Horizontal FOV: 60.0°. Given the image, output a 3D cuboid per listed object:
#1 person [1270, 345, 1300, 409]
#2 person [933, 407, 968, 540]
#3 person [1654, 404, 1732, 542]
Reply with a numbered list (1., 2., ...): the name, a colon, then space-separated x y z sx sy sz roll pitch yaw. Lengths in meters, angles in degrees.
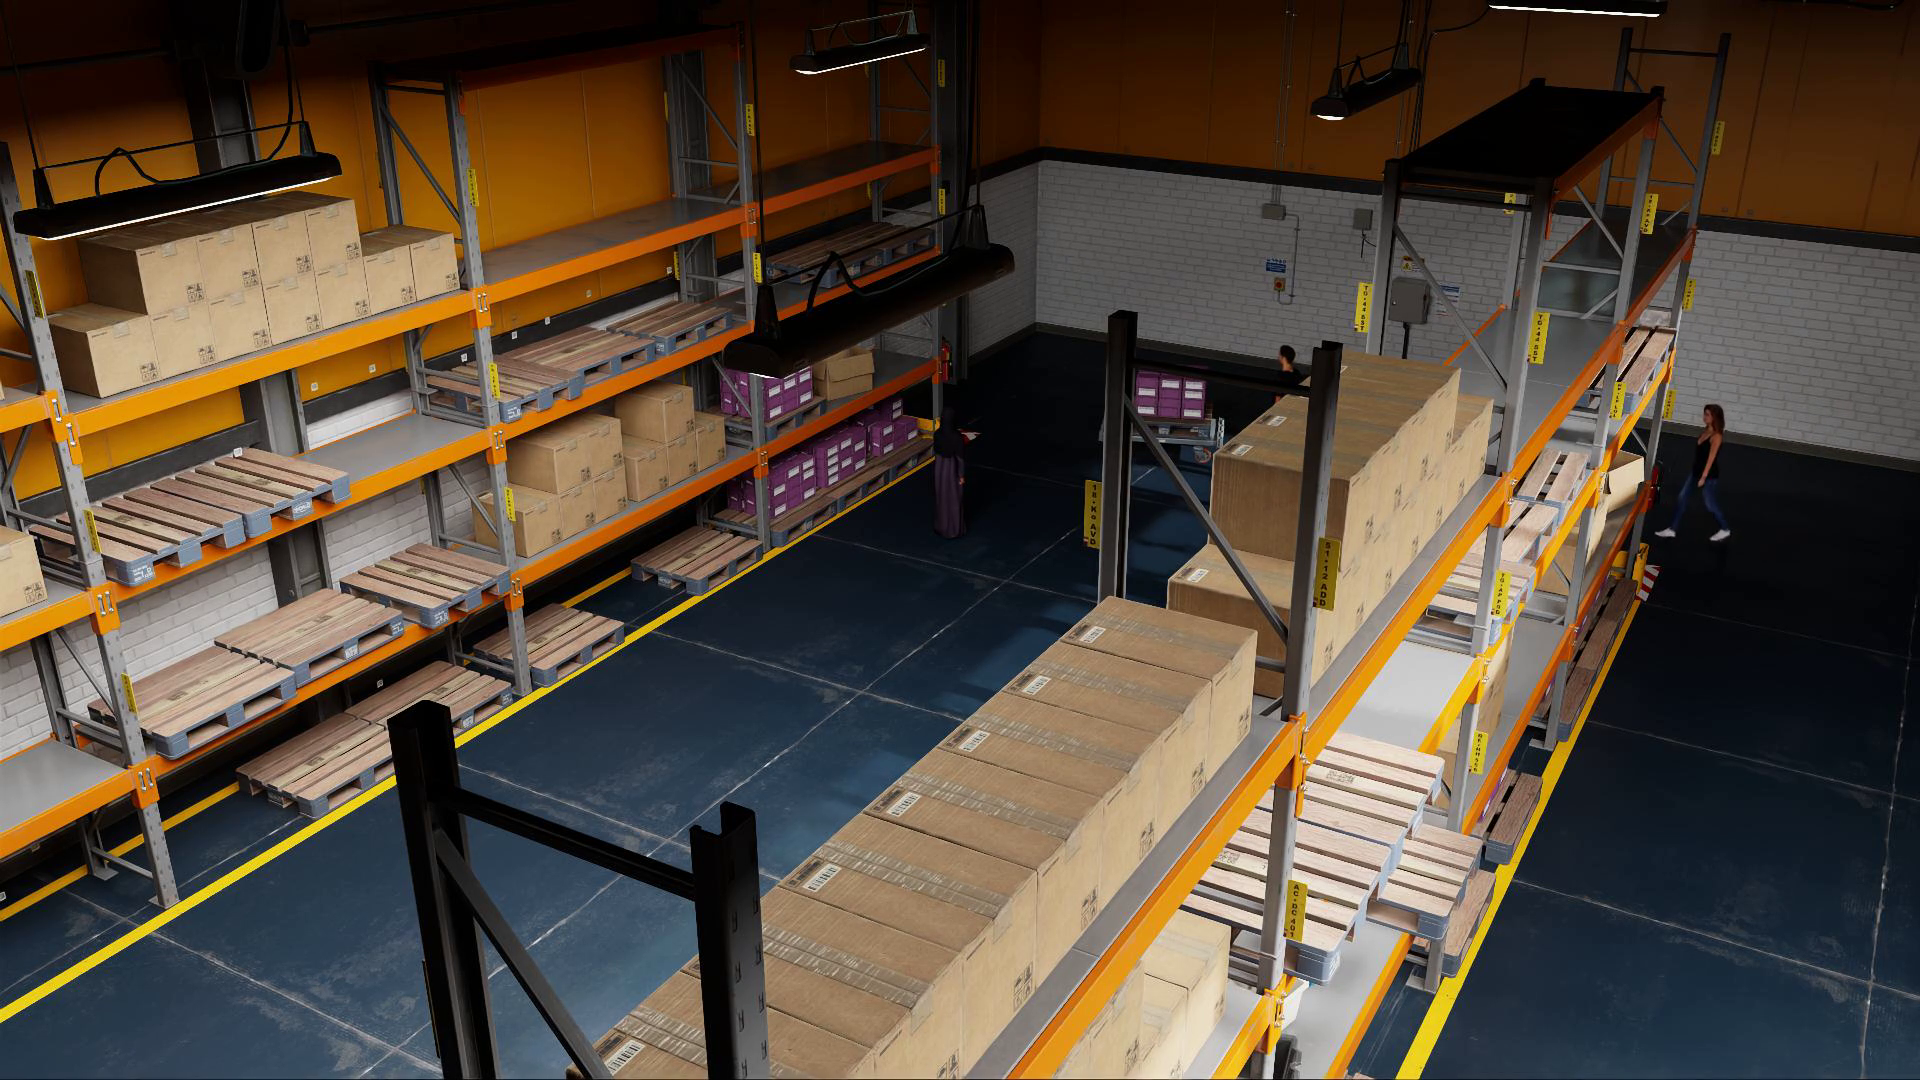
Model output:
1. person: 4.120 -1.574 21.182 0.739 1.855 0.514 18 29 35
2. person: -0.143 -0.820 19.756 0.629 1.616 0.640 17 29 34
3. person: 8.822 -0.750 19.511 1.014 1.684 1.094 -1 24 -2
